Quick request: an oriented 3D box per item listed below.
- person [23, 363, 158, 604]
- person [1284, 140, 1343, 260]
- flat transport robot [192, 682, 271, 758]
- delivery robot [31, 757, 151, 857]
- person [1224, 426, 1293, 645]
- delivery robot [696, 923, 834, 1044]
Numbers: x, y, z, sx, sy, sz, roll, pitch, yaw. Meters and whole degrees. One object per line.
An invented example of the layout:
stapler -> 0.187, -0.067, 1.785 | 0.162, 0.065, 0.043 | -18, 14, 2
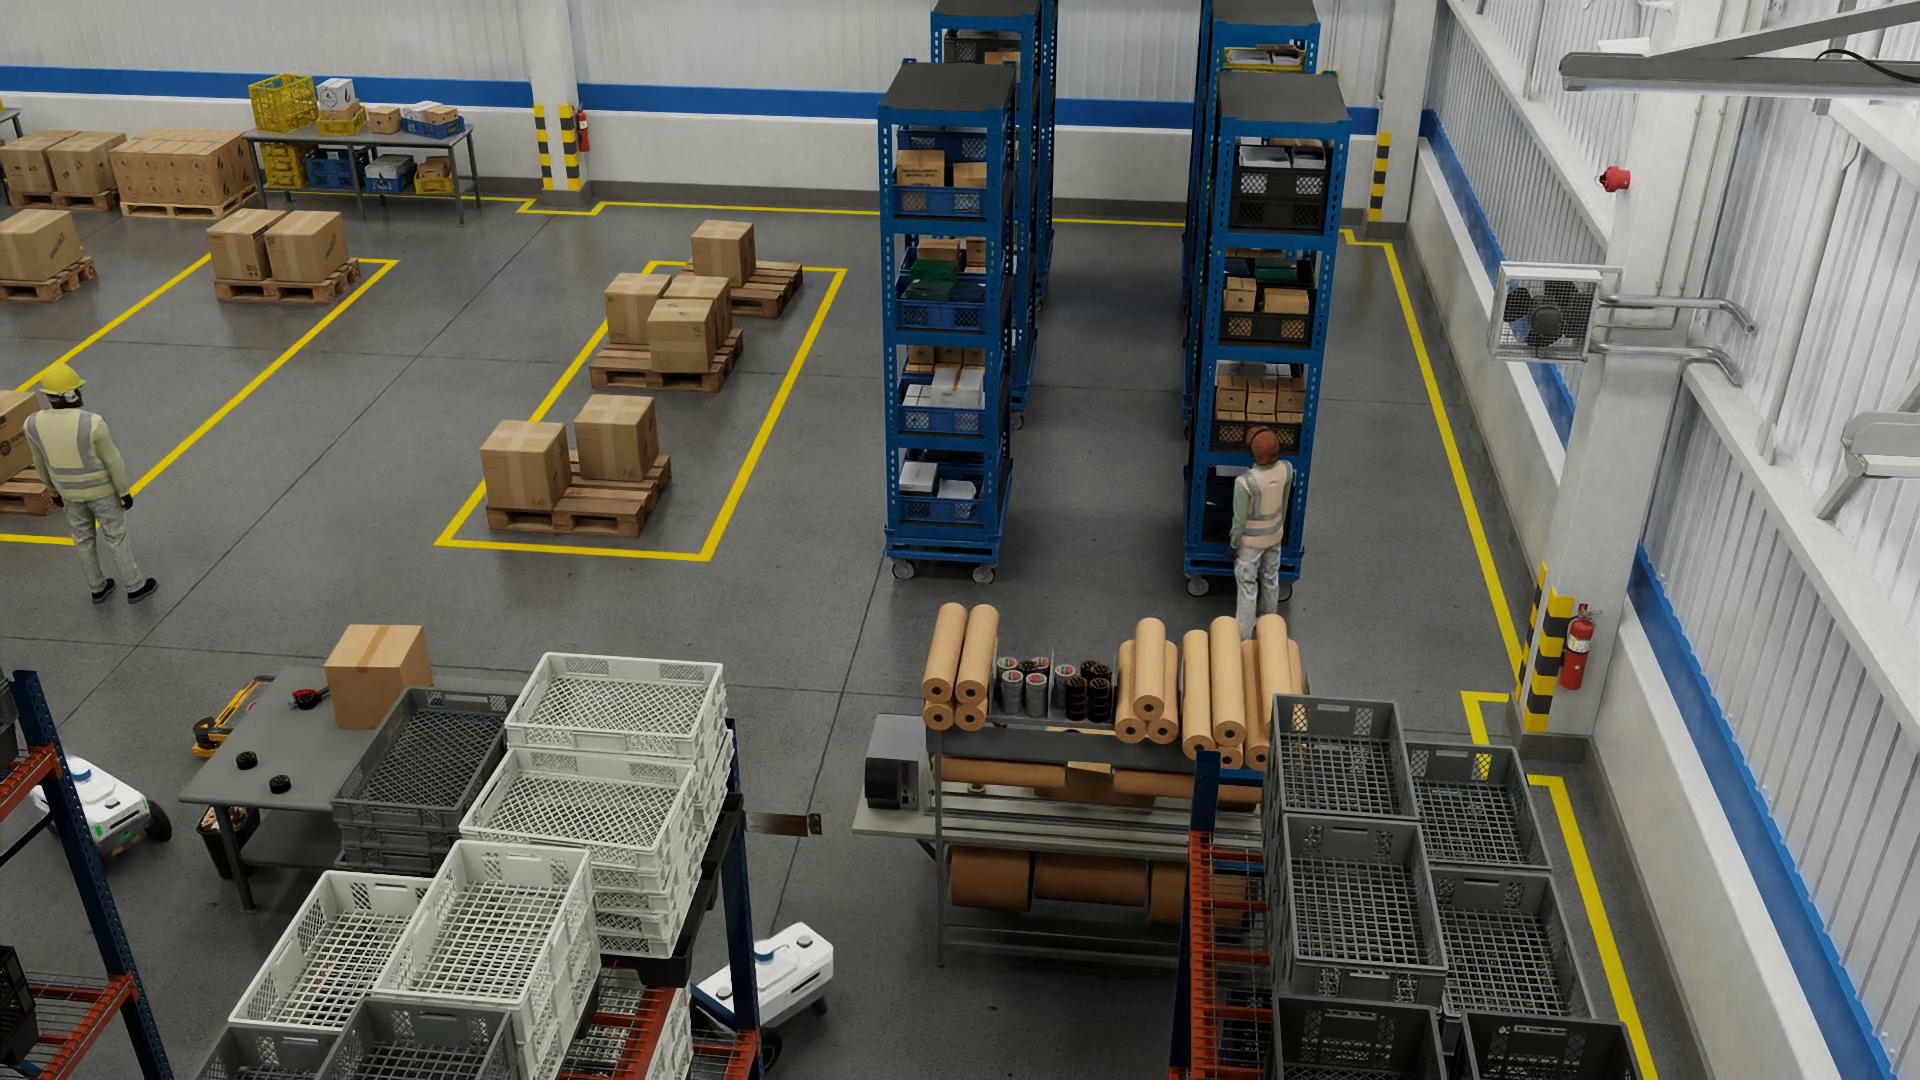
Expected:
person -> -6.163, -0.385, 11.769 | 0.596, 1.828, 0.403 | 1, 30, 2
person -> 3.591, -3.632, 17.216 | 0.620, 1.960, 0.679 | 15, 33, 23
flat transport robot -> -4.089, 1.163, 10.648 | 1.431, 0.197, 0.652 | 3, 30, 6
delivery robot -> -5.054, 1.521, 9.663 | 0.707, 0.478, 0.477 | 19, 35, 29
person -> 2.017, -0.009, 11.313 | 0.515, 1.636, 0.315 | -20, 36, -30
delivery robot -> -0.979, 2.240, 8.428 | 0.707, 0.478, 0.477 | -26, 39, -37
